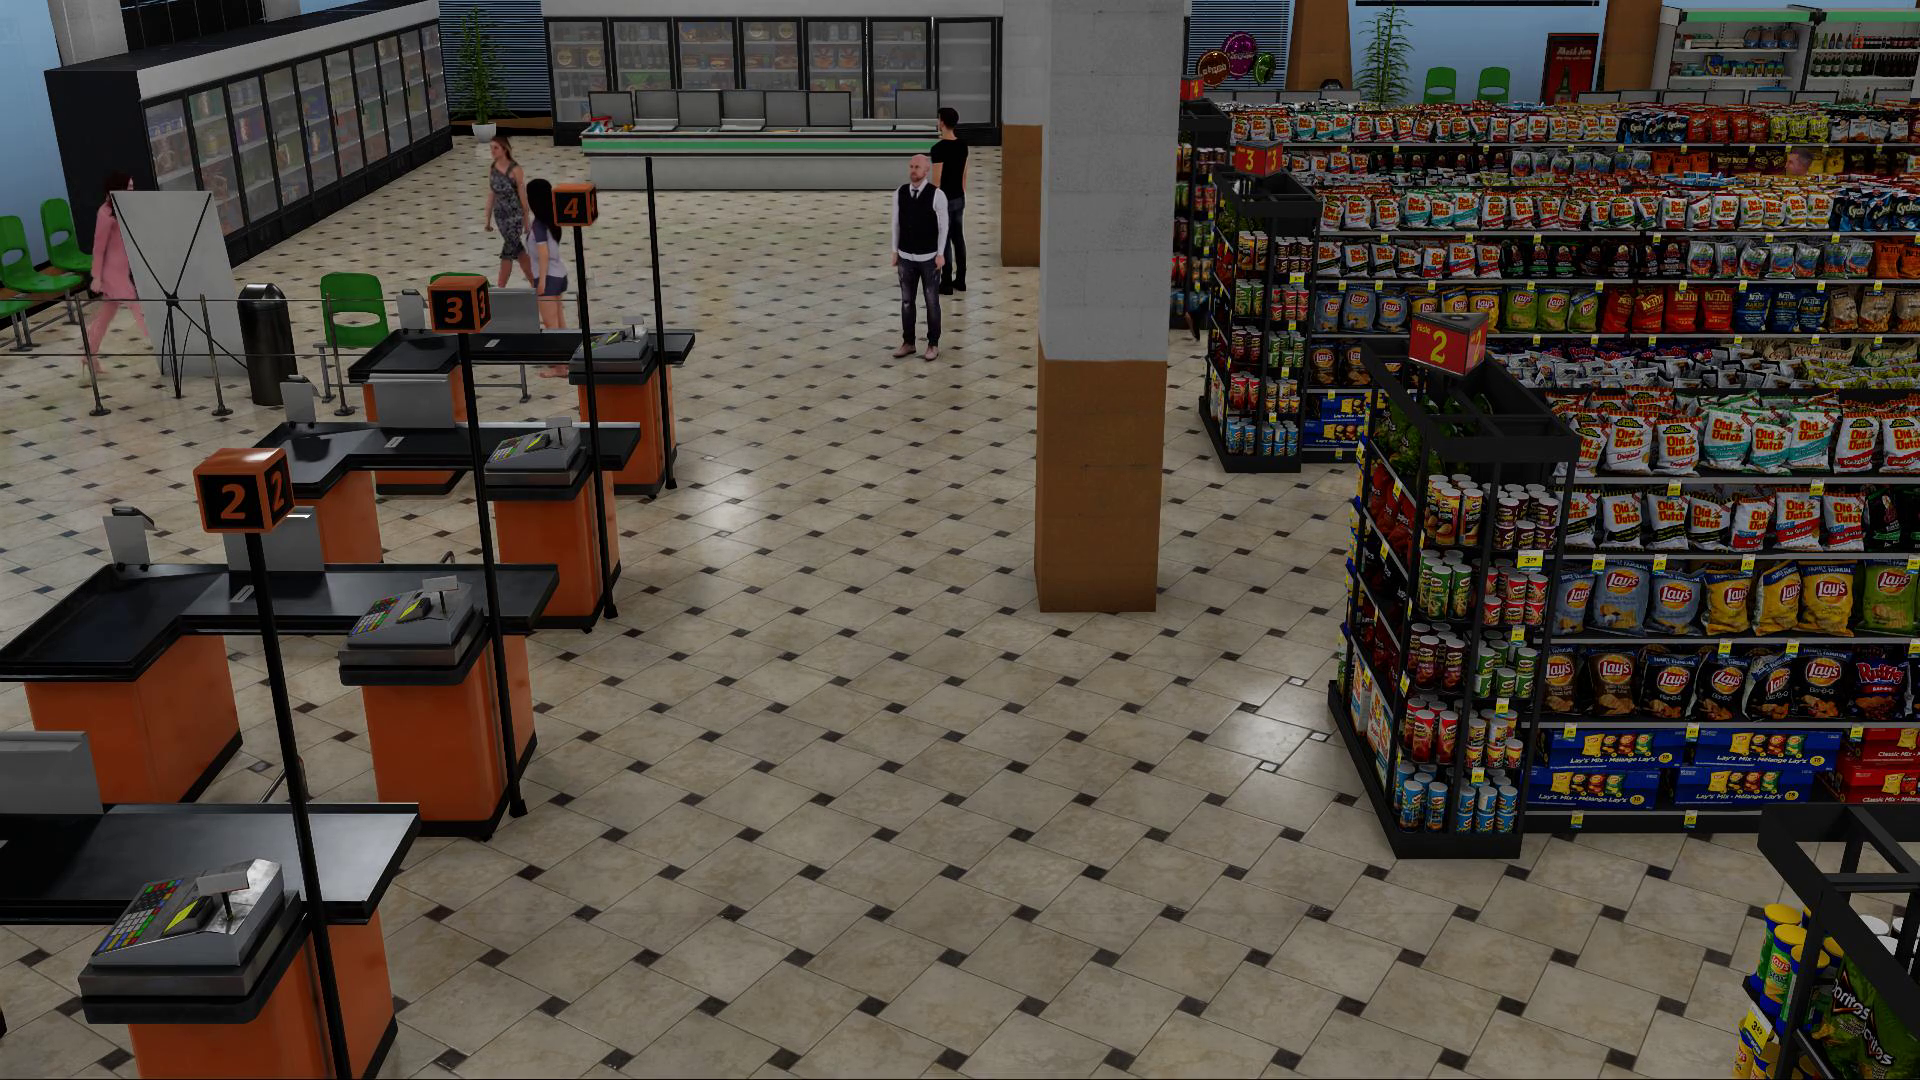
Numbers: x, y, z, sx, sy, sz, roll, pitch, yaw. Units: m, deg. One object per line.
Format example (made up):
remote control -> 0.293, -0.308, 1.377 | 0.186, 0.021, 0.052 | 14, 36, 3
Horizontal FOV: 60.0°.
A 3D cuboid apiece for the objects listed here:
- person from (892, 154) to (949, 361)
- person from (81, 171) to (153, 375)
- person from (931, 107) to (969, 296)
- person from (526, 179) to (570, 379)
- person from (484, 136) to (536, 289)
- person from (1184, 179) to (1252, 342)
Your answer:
person -> -0.361, -2.536, 14.906 | 0.672, 1.824, 0.827 | 8, 23, 20
person -> -7.343, -2.227, 14.269 | 1.169, 1.725, 0.746 | -1, 22, -4
person -> -0.114, -3.510, 17.233 | 0.810, 1.896, 0.759 | 19, 29, 39
person -> -3.561, -2.272, 14.408 | 0.516, 1.706, 0.588 | 1, 22, 1
person -> -4.474, -3.218, 16.831 | 1.119, 1.654, 1.001 | 11, 25, 26
person -> 2.473, -2.647, 15.160 | 1.053, 1.840, 0.654 | 2, 22, 5
